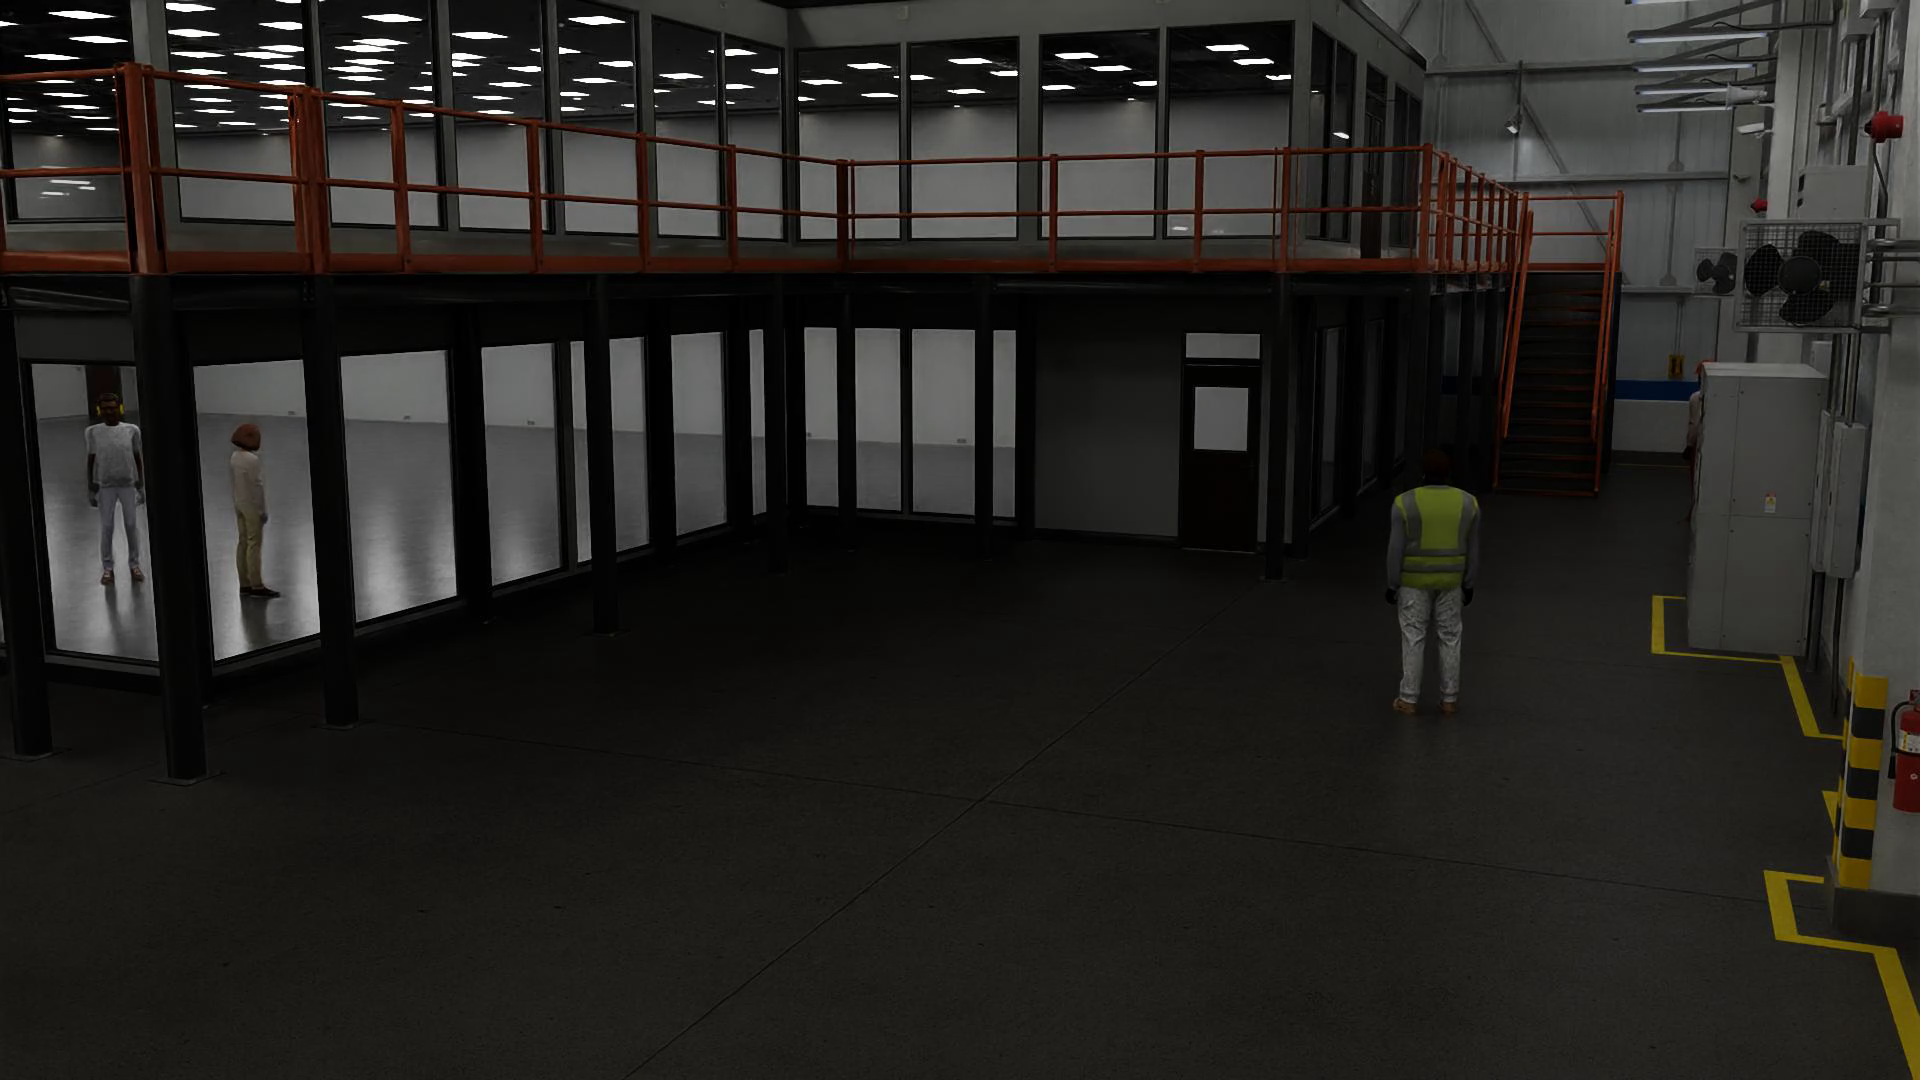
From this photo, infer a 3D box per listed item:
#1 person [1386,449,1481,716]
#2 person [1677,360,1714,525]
[{"bbox_3d":[3.233,0.295,11.446,0.633,1.841,0.429,0,9,-2],"label":"person"},{"bbox_3d":[8.939,-1.168,19.992,0.622,1.994,0.381,-5,11,-29],"label":"person"}]
